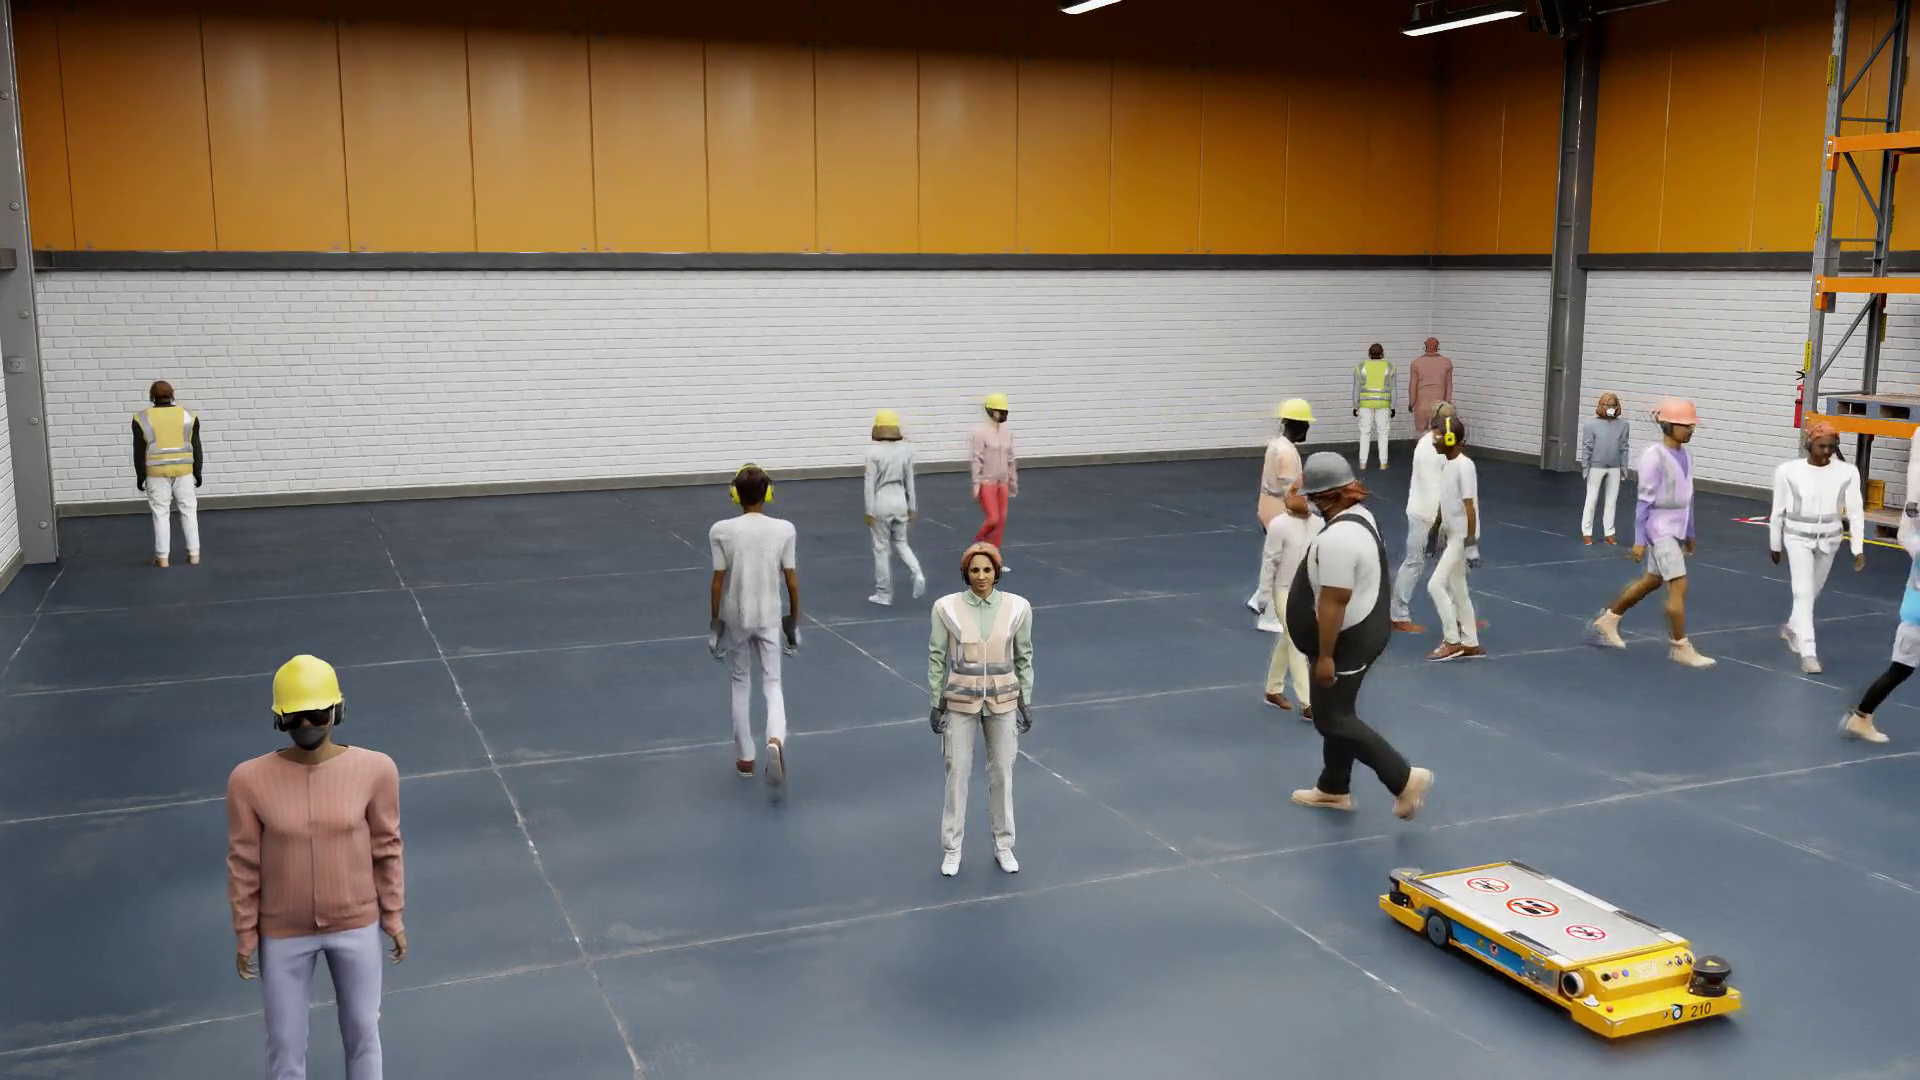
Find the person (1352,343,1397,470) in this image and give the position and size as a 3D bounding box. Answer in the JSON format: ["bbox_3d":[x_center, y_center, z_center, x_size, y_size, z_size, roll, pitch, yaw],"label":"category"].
[{"bbox_3d":[6.034,-1.942,24.217,0.634,1.839,0.429,2,10,12],"label":"person"}]

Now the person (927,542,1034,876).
[{"bbox_3d":[0.101,0.817,8.102,0.523,1.640,0.306,-1,9,-7],"label":"person"}]

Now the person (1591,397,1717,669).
[{"bbox_3d":[5.234,-0.087,12.495,0.644,2.001,1.006,-8,12,-40],"label":"person"}]

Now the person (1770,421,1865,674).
[{"bbox_3d":[6.354,0.016,12.409,0.590,1.843,1.008,2,10,12],"label":"person"}]

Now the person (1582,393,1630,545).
[{"bbox_3d":[6.839,-0.750,17.650,0.494,1.624,0.280,-1,9,-3],"label":"person"}]

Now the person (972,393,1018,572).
[{"bbox_3d":[0.350,-0.544,16.010,0.542,1.750,0.367,-9,13,-44],"label":"person"}]

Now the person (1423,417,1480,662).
[{"bbox_3d":[3.681,0.004,12.441,0.606,1.836,0.554,1,9,4],"label":"person"}]

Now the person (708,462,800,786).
[{"bbox_3d":[-1.176,0.491,9.476,0.523,1.853,0.698,-2,10,-10],"label":"person"}]

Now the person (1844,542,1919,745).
[{"bbox_3d":[5.888,0.481,10.099,0.869,1.651,0.541,8,12,39],"label":"person"}]

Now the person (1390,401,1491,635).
[{"bbox_3d":[3.855,-0.154,13.226,0.901,1.890,0.641,5,11,27],"label":"person"}]

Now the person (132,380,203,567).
[{"bbox_3d":[-7.809,-0.655,16.419,0.633,1.839,0.429,-7,12,-36],"label":"person"}]

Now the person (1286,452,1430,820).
[{"bbox_3d":[2.100,0.504,8.788,0.755,2.000,0.719,4,10,23],"label":"person"}]

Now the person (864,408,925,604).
[{"bbox_3d":[-0.578,-0.274,14.462,0.494,1.730,0.536,-7,12,-37],"label":"person"}]

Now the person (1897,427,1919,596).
[{"bbox_3d":[8.603,-0.379,14.682,0.666,1.873,0.470,-4,10,-25],"label":"person"}]

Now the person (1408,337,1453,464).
[{"bbox_3d":[6.975,-2.056,24.703,0.636,1.911,0.406,1,9,4],"label":"person"}]

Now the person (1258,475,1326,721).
[{"bbox_3d":[2.259,0.375,10.885,0.514,1.597,0.767,-6,11,-33],"label":"person"}]

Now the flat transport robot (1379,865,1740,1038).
[{"bbox_3d":[2.486,1.674,7.046,0.652,0.197,1.431,-4,10,-23],"label":"flat transport robot"}]

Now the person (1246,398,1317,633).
[{"bbox_3d":[2.620,-0.191,13.406,0.456,1.909,0.582,1,9,8],"label":"person"}]

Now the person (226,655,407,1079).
[{"bbox_3d":[-2.017,1.224,5.252,0.524,1.770,0.315,-4,10,-22],"label":"person"}]
